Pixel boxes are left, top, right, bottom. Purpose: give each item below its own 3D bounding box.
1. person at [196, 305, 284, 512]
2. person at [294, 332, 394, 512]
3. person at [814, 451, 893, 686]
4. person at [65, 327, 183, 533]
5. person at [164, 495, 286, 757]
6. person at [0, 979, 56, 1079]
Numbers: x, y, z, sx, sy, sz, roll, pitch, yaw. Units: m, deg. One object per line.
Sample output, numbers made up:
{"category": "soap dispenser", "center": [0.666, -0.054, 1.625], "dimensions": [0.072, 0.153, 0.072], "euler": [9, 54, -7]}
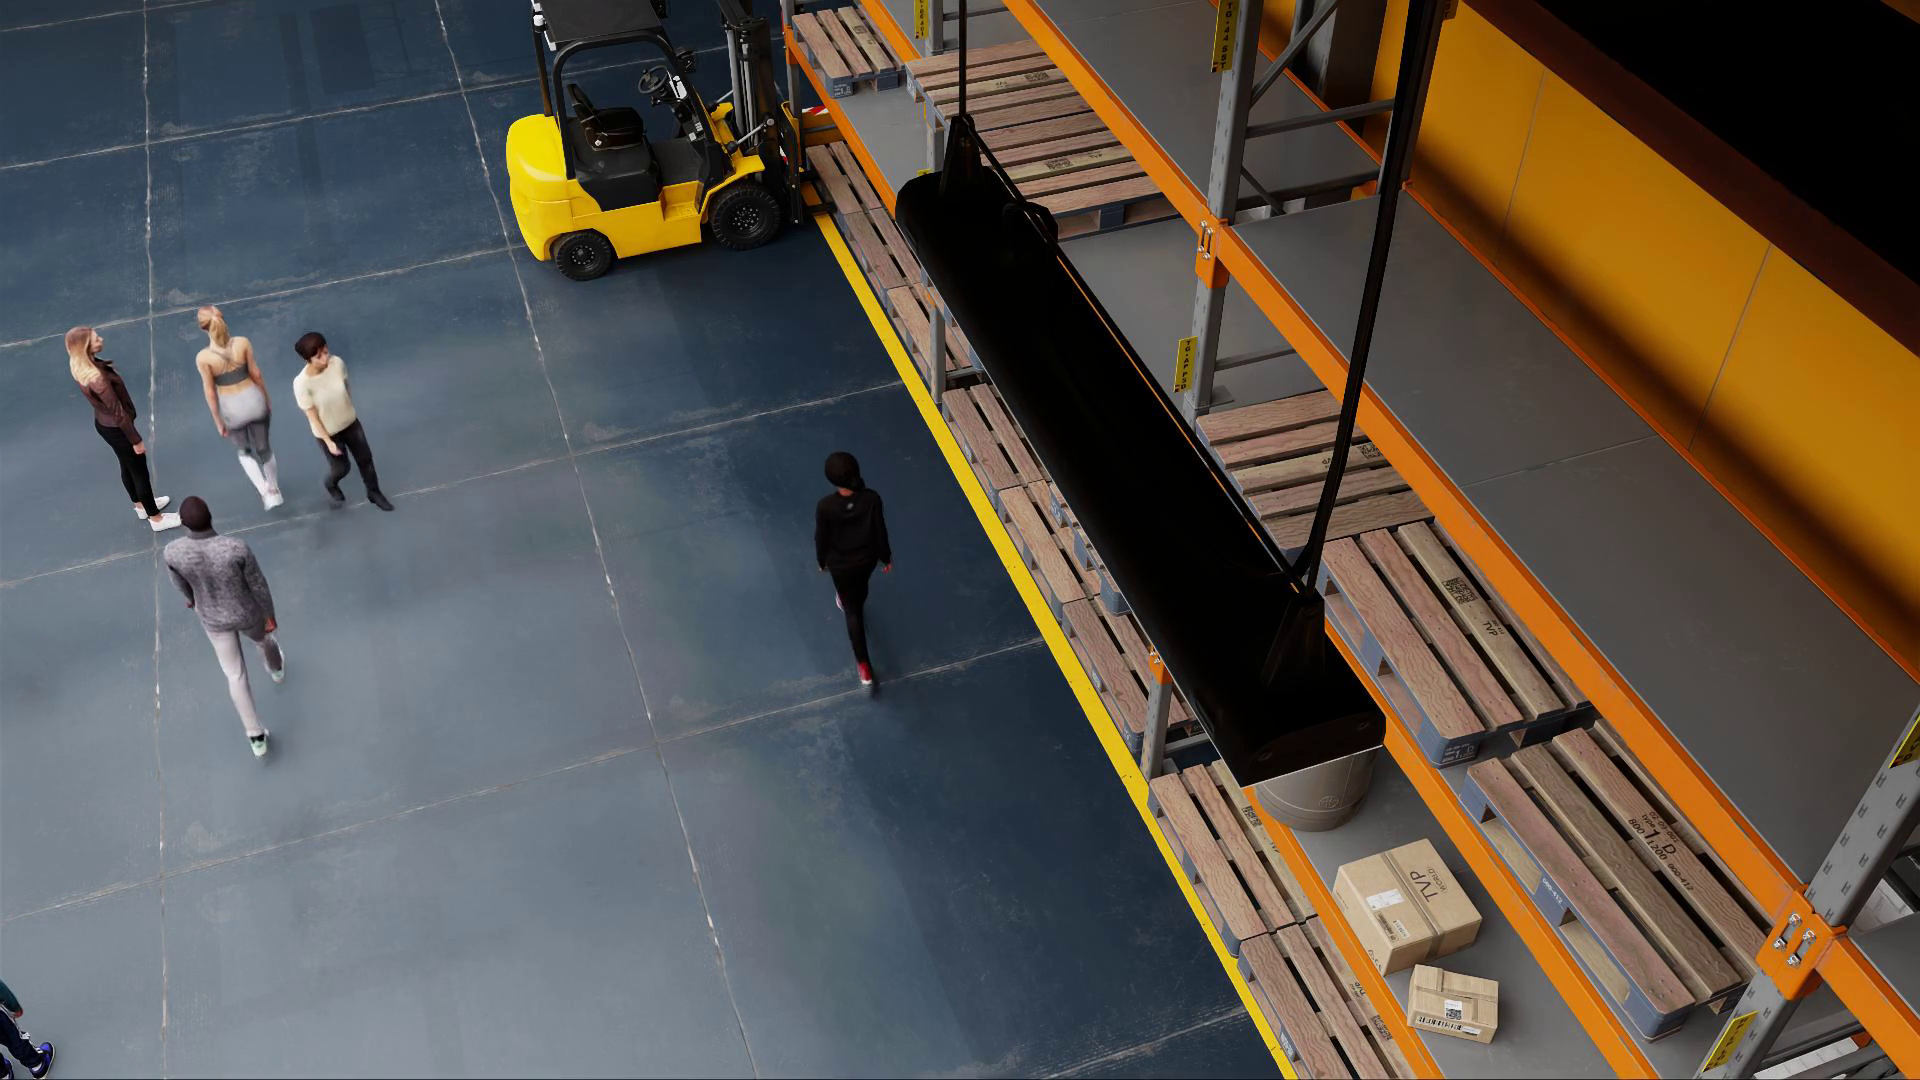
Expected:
{"category": "person", "center": [-4.993, -0.870, 11.708], "dimensions": [0.684, 1.687, 0.806], "euler": [-30, 51, -27]}
{"category": "person", "center": [-4.443, -0.807, 11.722], "dimensions": [0.868, 1.576, 0.795], "euler": [20, 47, 20]}
{"category": "person", "center": [-0.654, 0.199, 10.621], "dimensions": [0.626, 1.638, 1.093], "euler": [-12, 45, -12]}
{"category": "person", "center": [-5.875, -0.776, 11.596], "dimensions": [0.732, 1.704, 0.585], "euler": [-34, 53, -31]}
{"category": "person", "center": [-4.462, 0.533, 10.153], "dimensions": [0.730, 1.801, 1.192], "euler": [-12, 45, -12]}
{"category": "person", "center": [-5.051, 2.437, 8.548], "dimensions": [0.501, 1.256, 0.472], "euler": [-16, 46, -16]}
